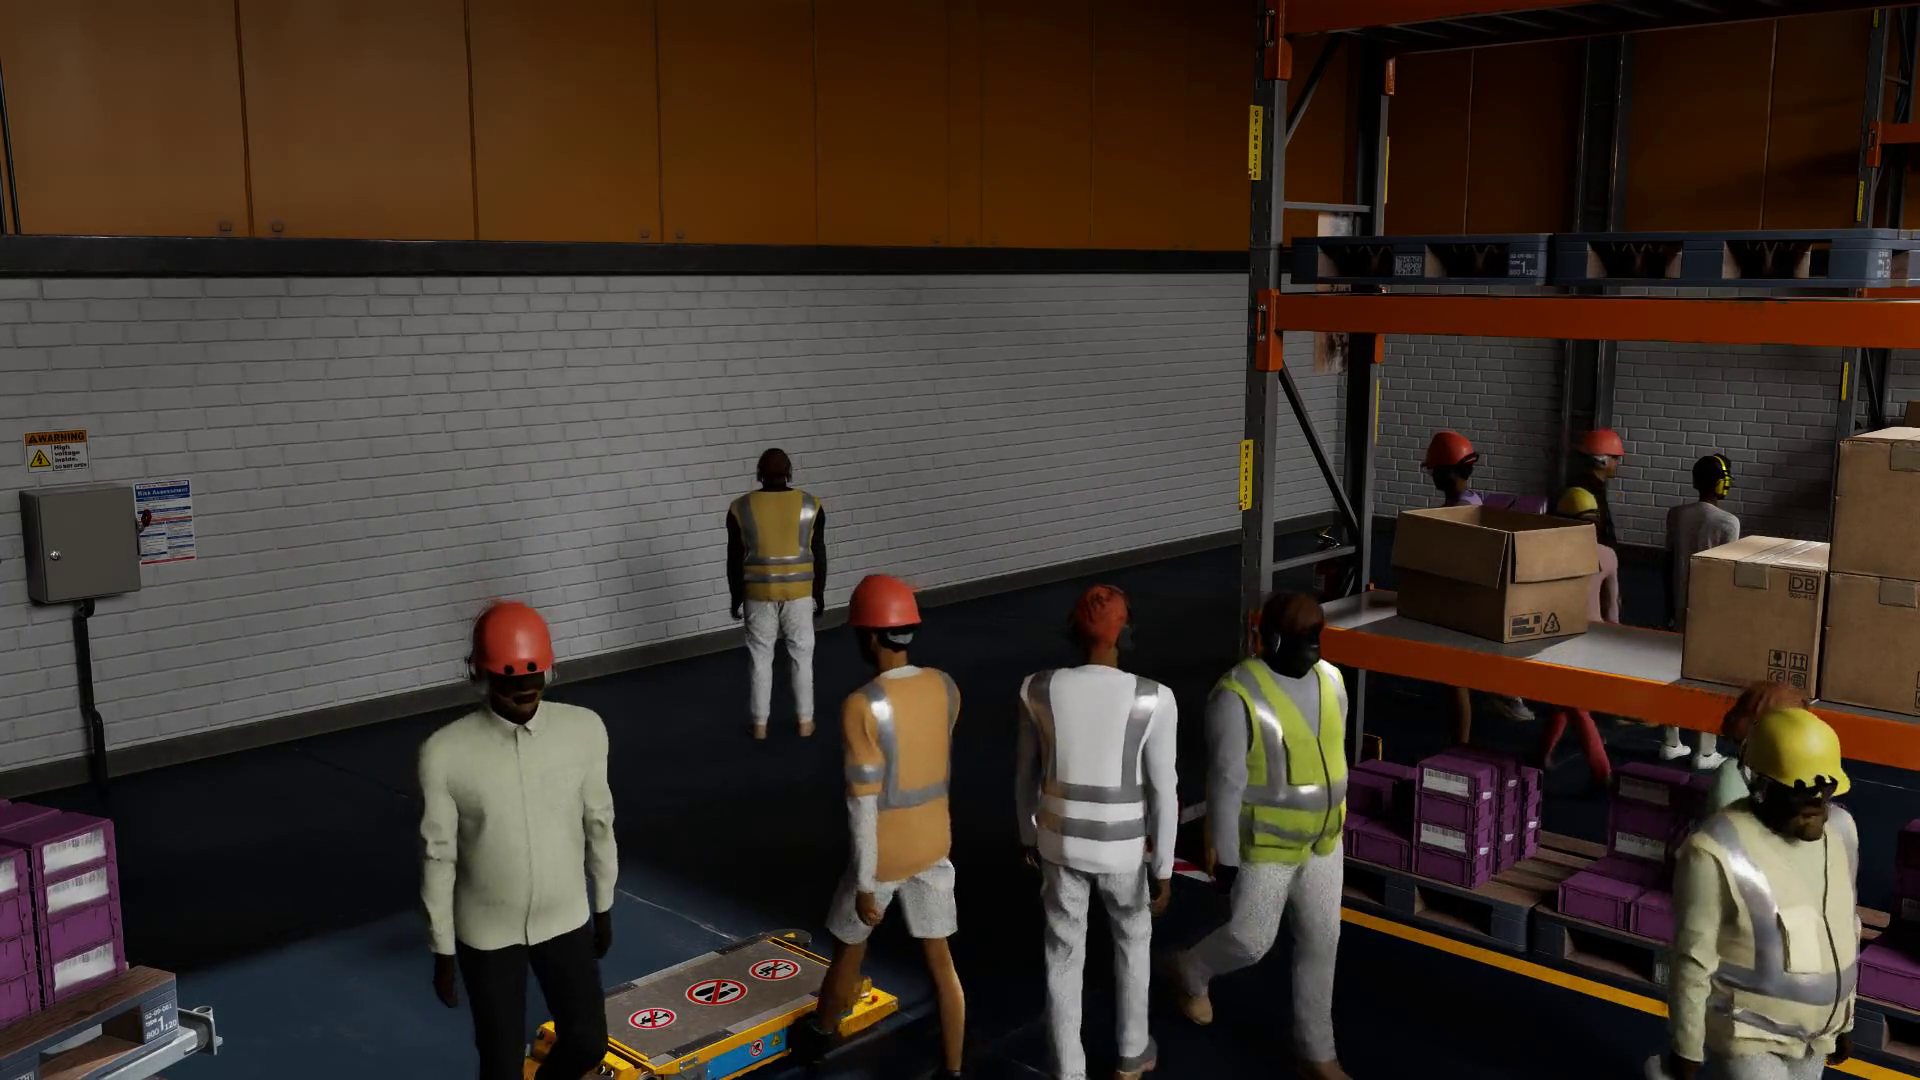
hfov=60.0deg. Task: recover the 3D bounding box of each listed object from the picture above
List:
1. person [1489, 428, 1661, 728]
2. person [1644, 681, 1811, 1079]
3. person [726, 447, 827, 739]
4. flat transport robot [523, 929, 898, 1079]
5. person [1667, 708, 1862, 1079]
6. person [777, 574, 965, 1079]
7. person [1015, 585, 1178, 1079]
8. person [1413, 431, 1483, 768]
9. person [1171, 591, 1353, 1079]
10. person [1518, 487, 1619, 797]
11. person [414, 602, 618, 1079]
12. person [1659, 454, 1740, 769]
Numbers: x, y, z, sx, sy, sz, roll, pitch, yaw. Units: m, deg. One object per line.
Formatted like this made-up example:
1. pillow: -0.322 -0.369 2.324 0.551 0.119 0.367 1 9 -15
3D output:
1. person: 3.985 0.245 10.721 1.040 1.953 0.616 4 10 21
2. person: 2.605 1.250 5.526 0.517 1.616 0.394 -8 12 -41
3. person: -1.144 0.336 10.459 0.628 1.842 0.429 -2 9 -10
4. flat transport robot: -0.969 1.810 6.227 0.652 0.197 1.431 9 13 43
5. person: 2.185 1.303 4.676 0.608 1.801 0.764 -4 10 -24
6. person: -0.306 1.051 5.891 0.570 1.892 0.972 -9 13 -44
7. person: 0.488 1.070 5.903 0.599 1.854 0.770 2 10 14
8. person: 2.779 0.400 9.472 0.394 2.037 0.605 3 10 20
9. person: 1.134 1.063 6.084 0.636 1.817 0.785 -6 11 -32
10. person: 3.502 0.563 9.448 0.522 1.725 0.912 -4 10 -22
11. person: -1.340 1.146 5.068 0.614 1.982 0.515 -5 11 -30
12. person: 4.401 0.419 9.864 0.328 1.872 0.514 -5 11 -30
